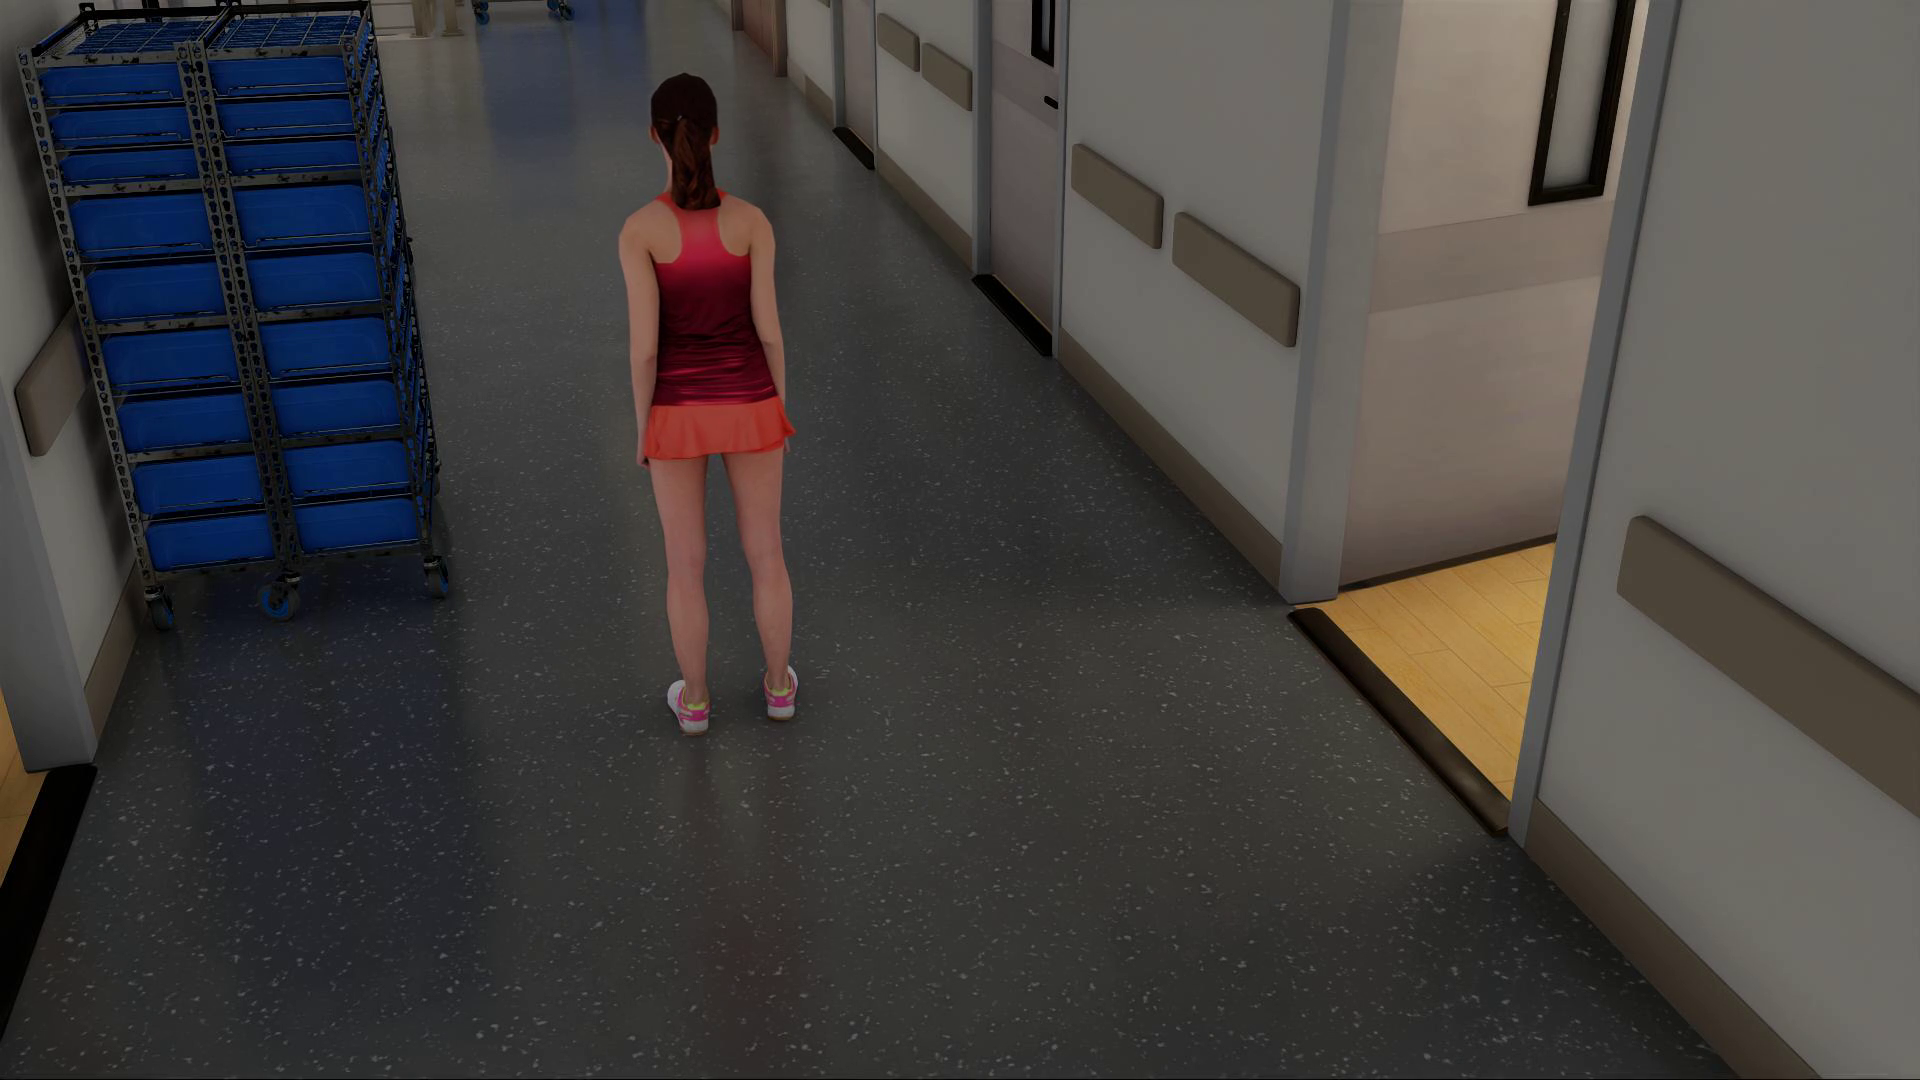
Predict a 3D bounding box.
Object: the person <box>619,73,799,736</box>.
[{"bbox_3d":[-0.646,-0.316,4.308,0.554,1.754,0.536,-7,27,-13],"label":"person"}]
